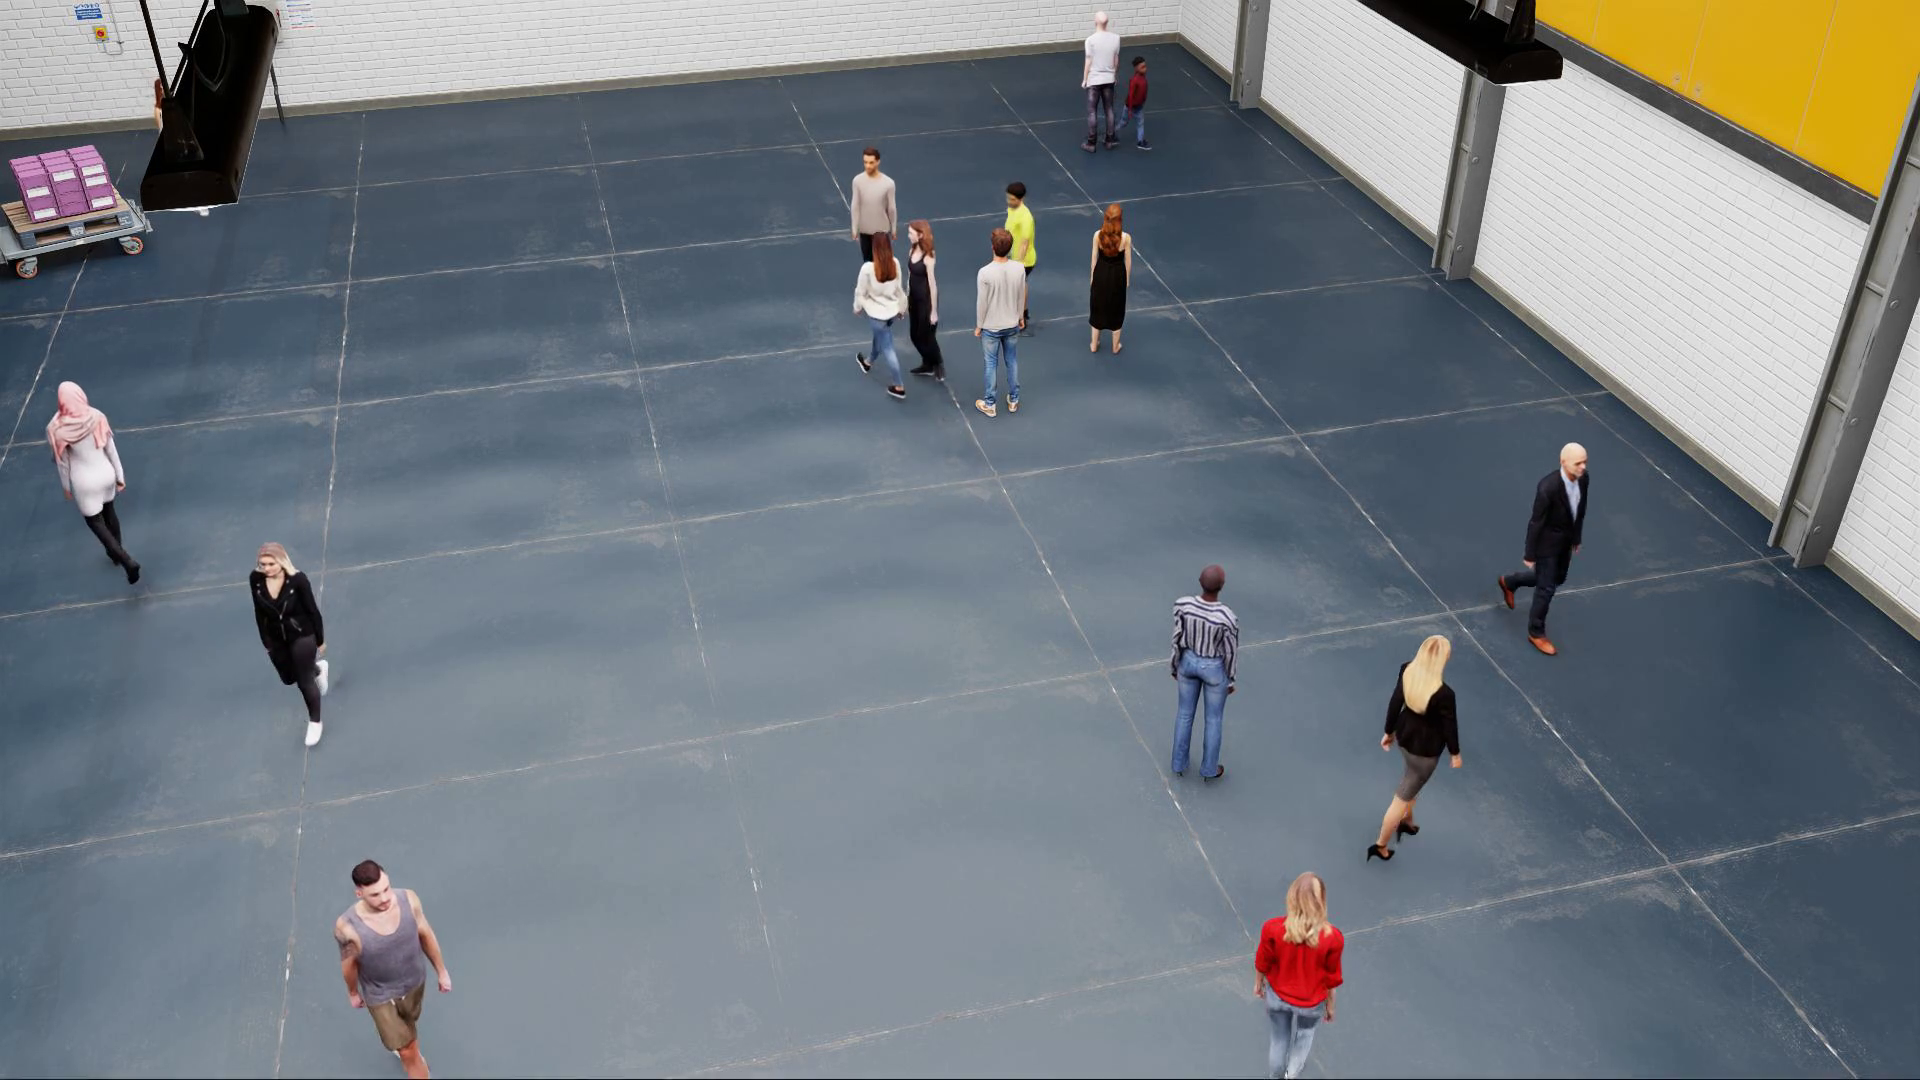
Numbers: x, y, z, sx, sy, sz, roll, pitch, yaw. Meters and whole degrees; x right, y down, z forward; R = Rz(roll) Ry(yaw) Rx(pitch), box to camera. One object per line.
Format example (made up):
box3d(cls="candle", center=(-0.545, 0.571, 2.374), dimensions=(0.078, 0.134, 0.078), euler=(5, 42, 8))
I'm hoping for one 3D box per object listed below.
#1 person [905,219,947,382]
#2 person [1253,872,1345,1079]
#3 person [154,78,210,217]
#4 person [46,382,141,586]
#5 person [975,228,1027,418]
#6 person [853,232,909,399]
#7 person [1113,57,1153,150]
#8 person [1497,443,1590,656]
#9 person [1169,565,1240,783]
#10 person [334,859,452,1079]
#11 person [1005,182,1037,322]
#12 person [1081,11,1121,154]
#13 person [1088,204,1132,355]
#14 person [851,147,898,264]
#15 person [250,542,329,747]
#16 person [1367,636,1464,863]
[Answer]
box3d(cls="person", center=(-0.316, -2.361, 16.500), dimensions=(0.746, 1.729, 0.645), euler=(-27, 42, -35))
box3d(cls="person", center=(1.833, 2.560, 9.124), dimensions=(0.730, 1.698, 0.739), euler=(8, 34, 12))
box3d(cls="person", center=(-9.502, -4.781, 20.172), dimensions=(0.989, 1.695, 0.839), euler=(27, 42, 35))
box3d(cls="person", center=(-7.037, -0.440, 13.559), dimensions=(1.161, 1.784, 0.988), euler=(28, 43, 35))
box3d(cls="person", center=(0.391, -2.075, 15.910), dimensions=(0.672, 1.905, 0.601), euler=(-12, 35, -17))
box3d(cls="person", center=(-0.712, -2.153, 16.264), dimensions=(0.905, 1.643, 1.174), euler=(-24, 40, -31))
box3d(cls="person", center=(2.274, -5.829, 22.170), dimensions=(0.939, 1.229, 0.829), euler=(22, 39, 29))
box3d(cls="person", center=(4.549, -0.014, 12.918), dimensions=(0.862, 1.785, 1.070), euler=(-19, 38, -26))
box3d(cls="person", center=(1.682, 0.928, 11.491), dimensions=(0.695, 1.796, 0.745), euler=(16, 37, 23))
box3d(cls="person", center=(-3.204, 2.426, 9.339), dimensions=(0.998, 1.796, 1.252), euler=(-26, 42, -34))
box3d(cls="person", center=(0.672, -2.998, 17.505), dimensions=(0.673, 1.677, 0.548), euler=(-4, 34, -6))
box3d(cls="person", center=(1.852, -6.052, 21.960), dimensions=(0.696, 1.831, 0.614), euler=(-13, 36, -19))
box3d(cls="person", center=(1.530, -2.675, 17.066), dimensions=(0.647, 1.624, 0.676), euler=(4, 34, 7))
box3d(cls="person", center=(-0.896, -3.358, 17.898), dimensions=(0.988, 1.842, 1.229), euler=(7, 34, 11))
box3d(cls="person", center=(-4.786, 0.658, 12.014), dimensions=(0.746, 1.667, 0.960), euler=(0, 34, 0))
box3d(cls="person", center=(2.874, 1.414, 10.736), dimensions=(0.760, 1.822, 0.748), euler=(-16, 37, -22))
